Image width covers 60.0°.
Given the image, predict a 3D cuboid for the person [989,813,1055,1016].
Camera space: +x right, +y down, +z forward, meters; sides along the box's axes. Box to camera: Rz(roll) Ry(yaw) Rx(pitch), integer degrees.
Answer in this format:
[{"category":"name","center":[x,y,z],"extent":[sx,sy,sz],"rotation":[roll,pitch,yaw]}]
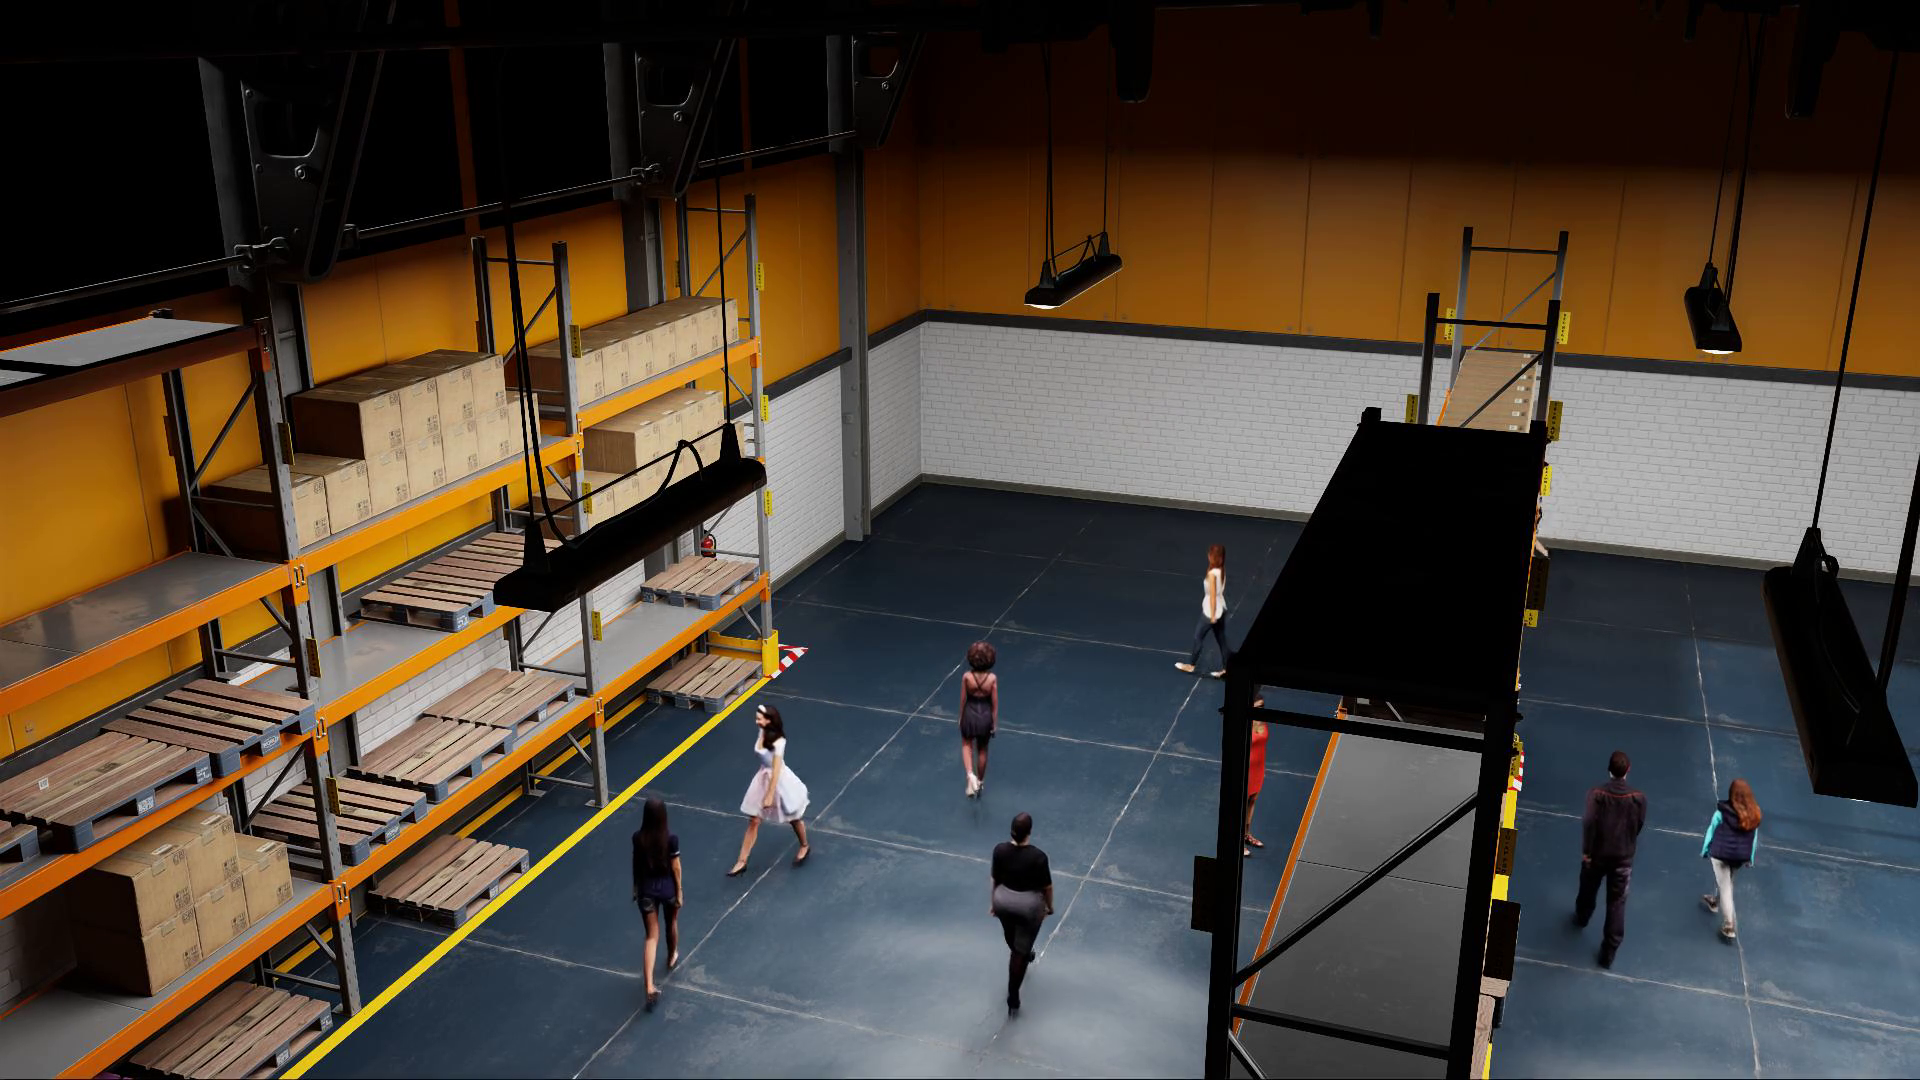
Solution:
[{"category":"person","center":[0.470,3.187,14.068],"extent":[0.726,1.709,1.108],"rotation":[8,20,23]}]

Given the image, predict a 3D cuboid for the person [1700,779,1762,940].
[{"category":"person","center":[7.068,2.926,15.229],"extent":[0.777,1.463,1.042],"rotation":[1,19,3]}]

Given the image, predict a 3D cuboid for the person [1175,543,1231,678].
[{"category":"person","center":[3.263,0.915,20.736],"extent":[0.768,1.758,0.926],"rotation":[12,22,31]}]

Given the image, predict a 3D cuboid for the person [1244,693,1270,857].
[{"category":"person","center":[2.901,2.309,16.662],"extent":[0.716,1.719,0.585],"rotation":[17,25,41]}]

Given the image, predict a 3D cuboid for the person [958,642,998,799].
[{"category":"person","center":[0.195,1.971,17.594],"extent":[0.733,1.764,0.879],"rotation":[-1,19,-3]}]

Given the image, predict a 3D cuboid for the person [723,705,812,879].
[{"category":"person","center":[-1.719,2.442,16.206],"extent":[1.286,1.757,1.045],"rotation":[-15,24,-38]}]

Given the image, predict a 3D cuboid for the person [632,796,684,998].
[{"category":"person","center":[-2.610,3.102,14.297],"extent":[0.857,1.725,1.165],"rotation":[0,19,1]}]

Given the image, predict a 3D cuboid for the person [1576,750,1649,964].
[{"category":"person","center":[5.810,2.840,14.839],"extent":[0.718,1.874,1.168],"rotation":[6,19,16]}]
